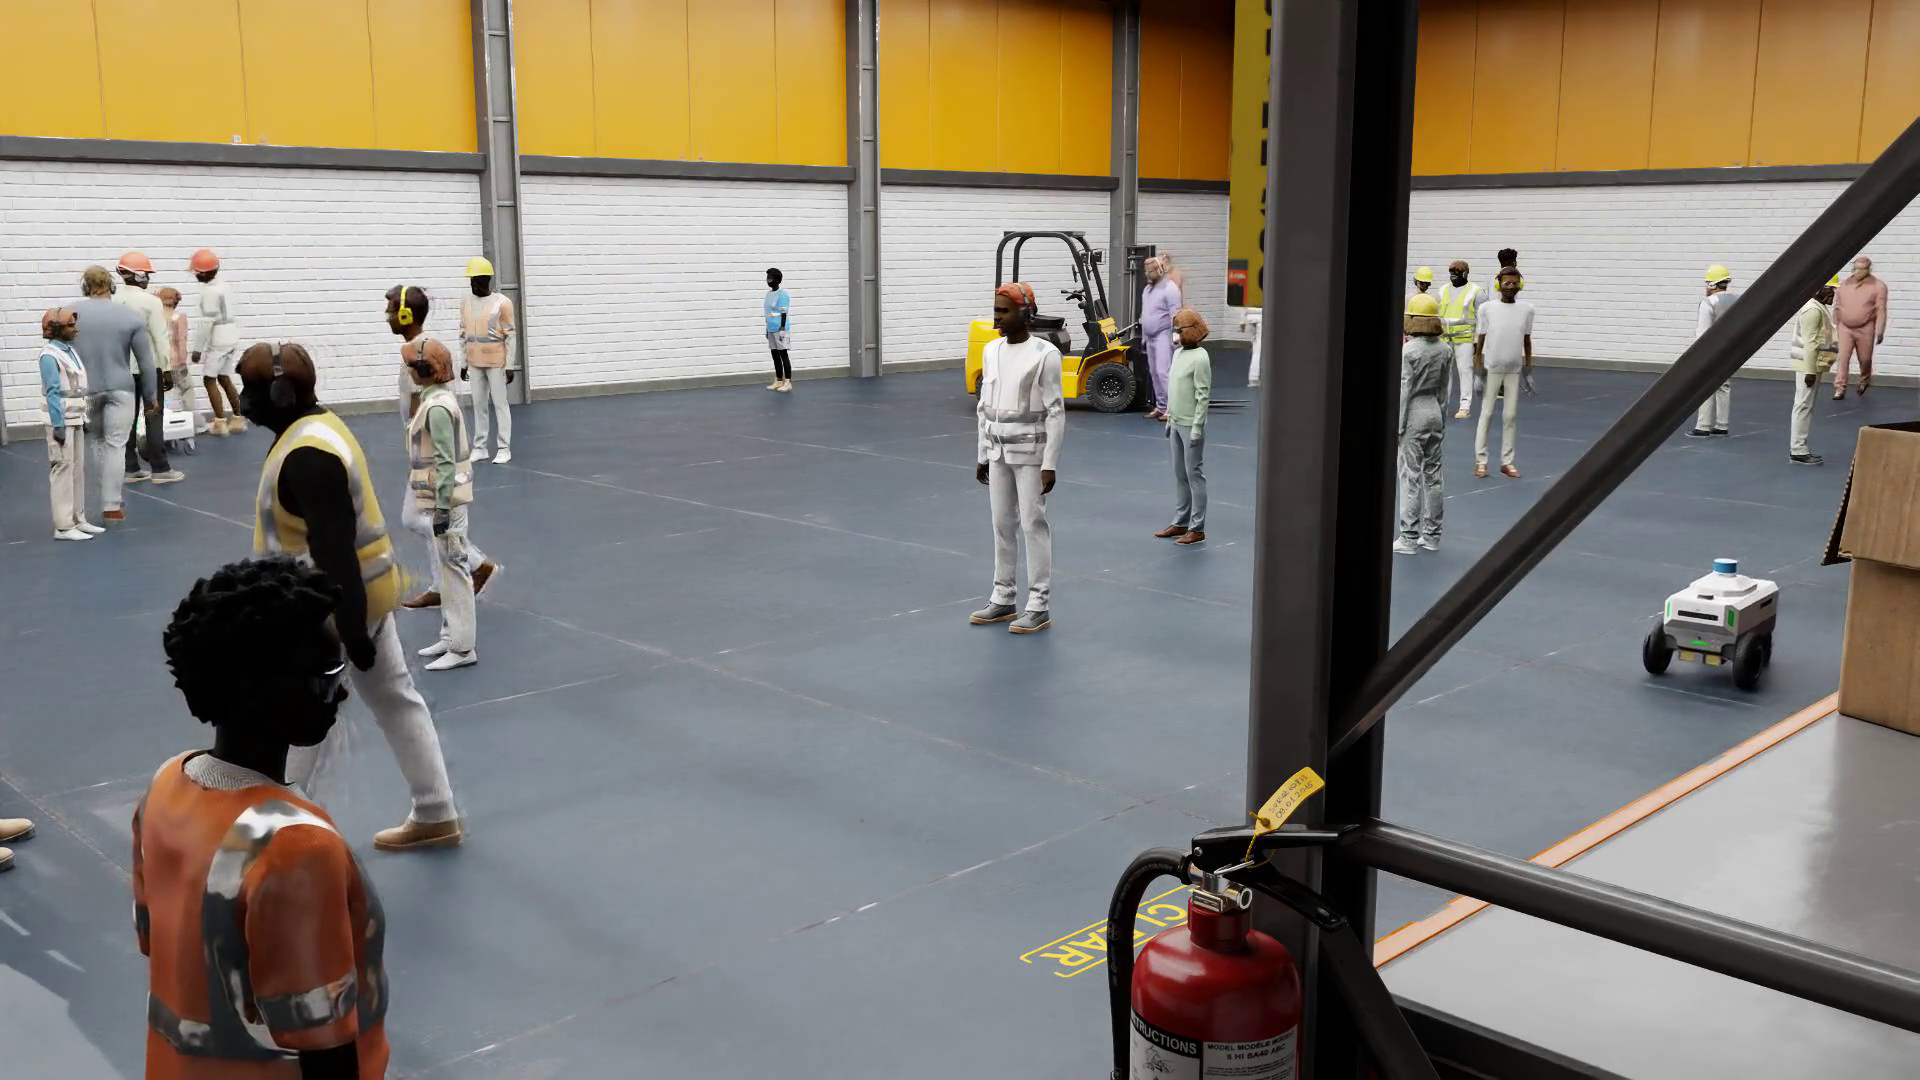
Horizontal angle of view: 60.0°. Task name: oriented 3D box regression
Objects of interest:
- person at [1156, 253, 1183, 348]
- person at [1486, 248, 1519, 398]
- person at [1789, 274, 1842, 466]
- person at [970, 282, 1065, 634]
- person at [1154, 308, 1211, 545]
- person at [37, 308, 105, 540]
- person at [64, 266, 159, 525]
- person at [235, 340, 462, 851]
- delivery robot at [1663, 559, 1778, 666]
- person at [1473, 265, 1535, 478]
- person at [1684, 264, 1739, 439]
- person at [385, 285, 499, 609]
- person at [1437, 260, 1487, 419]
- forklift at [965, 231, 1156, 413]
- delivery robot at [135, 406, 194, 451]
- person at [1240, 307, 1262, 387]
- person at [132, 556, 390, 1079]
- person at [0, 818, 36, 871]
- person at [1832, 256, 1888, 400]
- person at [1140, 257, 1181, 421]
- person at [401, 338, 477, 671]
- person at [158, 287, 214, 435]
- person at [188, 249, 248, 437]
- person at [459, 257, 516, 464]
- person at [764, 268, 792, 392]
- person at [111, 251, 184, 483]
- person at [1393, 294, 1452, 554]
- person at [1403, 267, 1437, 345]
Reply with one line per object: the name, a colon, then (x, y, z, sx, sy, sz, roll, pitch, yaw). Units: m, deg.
person: (3.349, -3.747, 27.120, 1.017, 1.841, 0.626, -8, 13, -37)
person: (7.133, -2.846, 21.865, 0.367, 1.966, 0.604, -2, 11, -11)
person: (7.985, -1.620, 15.555, 0.403, 1.829, 0.591, 6, 12, 28)
person: (0.306, -0.441, 8.974, 0.338, 1.882, 0.583, -9, 14, -42)
person: (1.568, -0.788, 11.553, 0.289, 1.633, 0.498, -3, 11, -18)
person: (-6.283, -0.811, 11.690, 0.311, 1.631, 0.511, -2, 11, -11)
person: (-6.358, -1.088, 12.453, 0.669, 1.891, 0.848, -3, 11, -15)
person: (-2.165, 0.232, 5.585, 0.912, 1.790, 0.631, -3, 11, -14)
delivery robot: (3.713, 0.335, 8.104, 0.477, 0.478, 0.707, 9, 13, 41)
person: (4.794, -1.478, 14.674, 0.525, 1.870, 0.319, 0, 10, 2)
person: (7.945, -1.980, 17.531, 0.596, 1.829, 0.403, -6, 12, -28)
person: (-2.942, -0.503, 9.375, 0.511, 1.858, 0.559, -1, 10, -3)
person: (5.800, -2.339, 19.443, 0.429, 1.842, 0.630, -10, 14, -43)
forklift: (1.222, -2.721, 20.561, 2.313, 2.155, 1.214, 2, 11, 13)
delivery robot: (-7.718, -1.099, 15.938, 0.477, 0.478, 0.707, 5, 11, 24)
person: (4.343, -3.120, 23.690, 0.879, 1.851, 0.599, -10, 14, -44)
person: (-0.977, 0.860, 2.389, 0.317, 1.697, 0.540, -10, 14, -44)
person: (-3.399, 0.101, 5.587, 0.383, 2.041, 0.616, -3, 11, -15)
person: (11.754, -2.769, 21.735, 0.660, 1.872, 0.858, 8, 13, 39)
person: (2.300, -2.312, 19.202, 0.426, 1.885, 0.680, -4, 11, -22)
person: (-2.558, -0.176, 8.210, 0.314, 1.636, 0.515, -4, 11, -19)
person: (-8.285, -1.857, 17.509, 0.552, 1.581, 0.908, 3, 11, 15)
person: (-7.890, -2.081, 17.661, 0.411, 1.996, 0.649, -2, 11, -11)
person: (-4.433, -1.671, 15.565, 0.587, 1.928, 0.382, 4, 11, 21)
person: (-2.509, -2.876, 22.779, 0.320, 1.691, 0.534, -7, 13, -34)
person: (-7.067, -1.482, 14.360, 0.621, 1.989, 0.398, 3, 11, 14)
person: (3.075, -0.778, 11.199, 0.493, 1.743, 0.301, -7, 12, -33)
person: (5.487, -2.377, 19.883, 0.523, 1.760, 0.327, -4, 11, -20)
